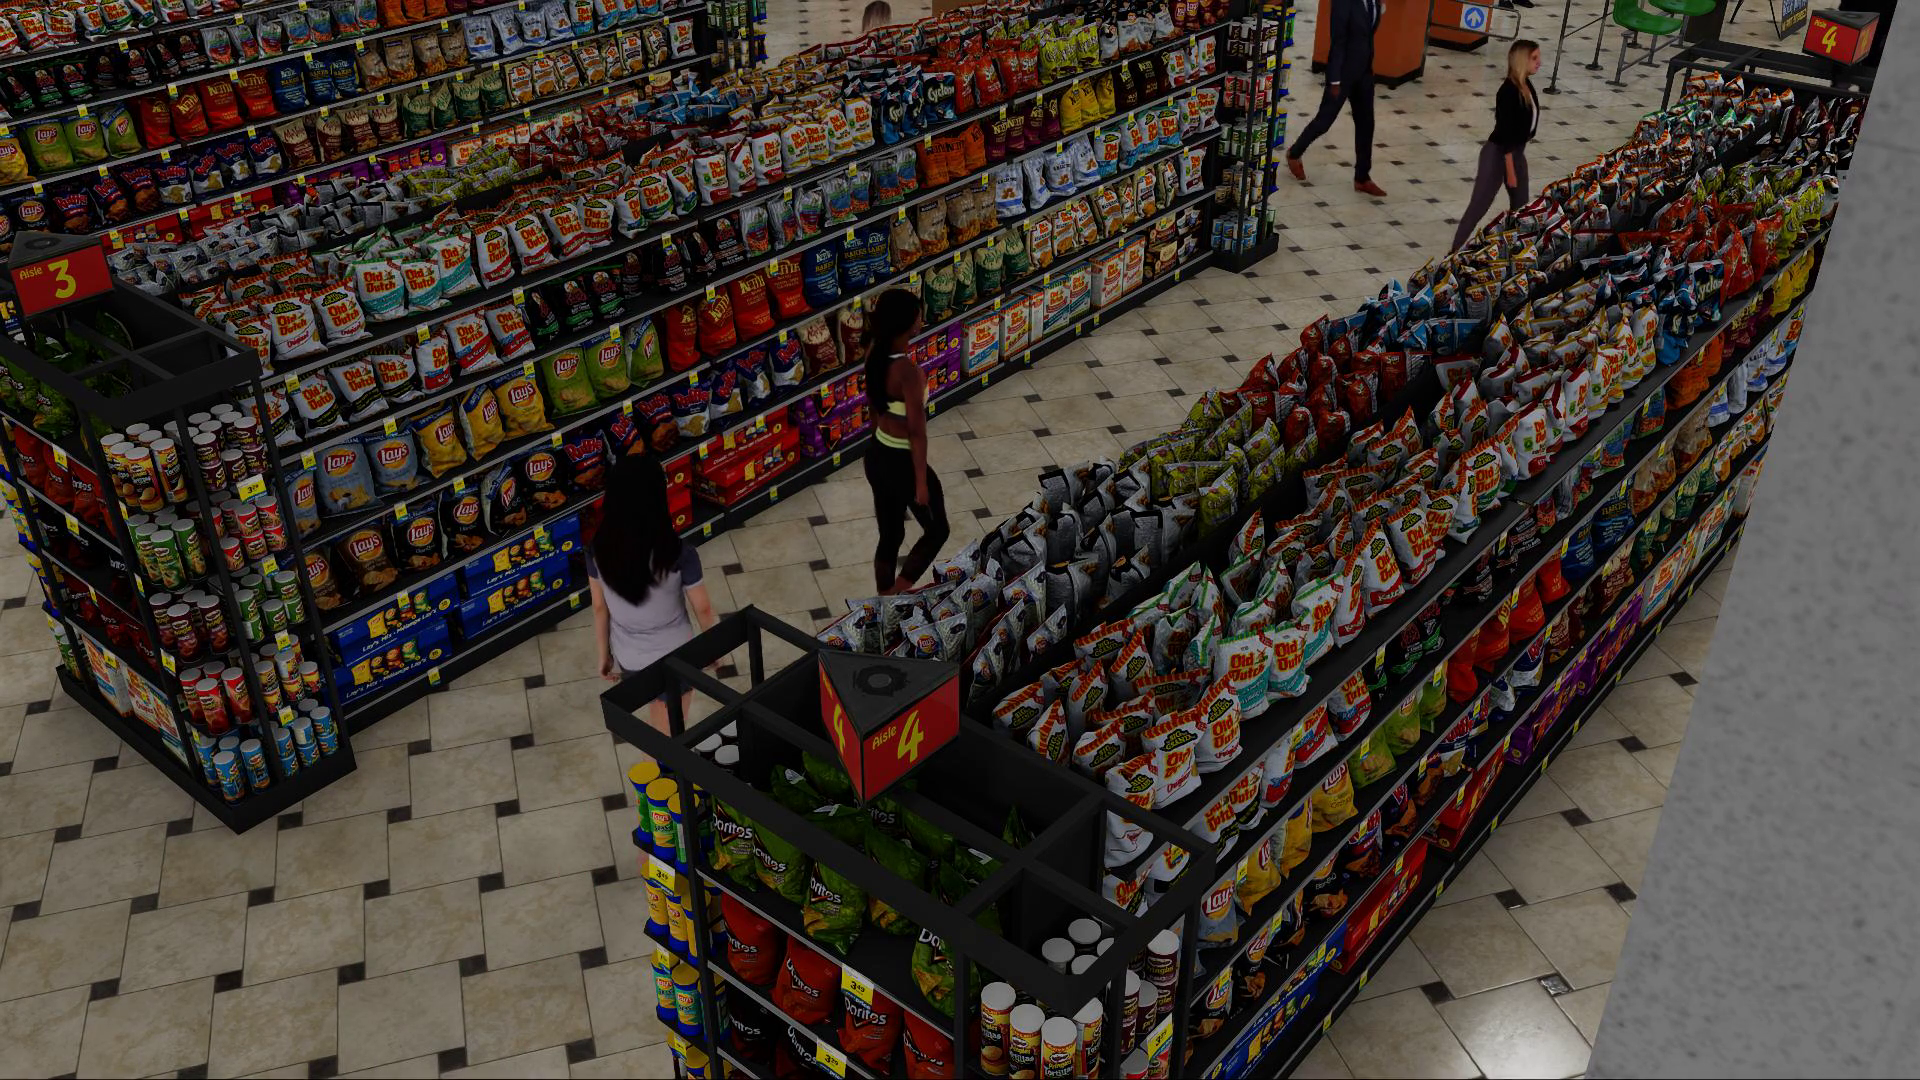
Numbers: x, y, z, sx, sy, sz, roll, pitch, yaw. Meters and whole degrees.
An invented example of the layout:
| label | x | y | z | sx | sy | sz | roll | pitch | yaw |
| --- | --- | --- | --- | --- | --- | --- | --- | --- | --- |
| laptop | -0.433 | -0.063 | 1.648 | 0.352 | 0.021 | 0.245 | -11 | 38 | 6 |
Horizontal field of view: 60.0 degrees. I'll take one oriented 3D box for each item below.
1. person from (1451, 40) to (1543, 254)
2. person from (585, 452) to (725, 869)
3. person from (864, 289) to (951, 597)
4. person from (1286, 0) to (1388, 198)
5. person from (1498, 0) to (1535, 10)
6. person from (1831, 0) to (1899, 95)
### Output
| label | x | y | z | sx | sy | sz | roll | pitch | yaw |
| --- | --- | --- | --- | --- | --- | --- | --- | --- | --- |
| person | 3.594 | -2.572 | 11.310 | 0.667 | 1.655 | 0.707 | 24 | 39 | 33 |
| person | -1.199 | 0.498 | 6.374 | 0.958 | 1.657 | 1.200 | 7 | 33 | 11 |
| person | -0.346 | -0.279 | 7.540 | 0.682 | 1.743 | 0.634 | -24 | 39 | -33 |
| person | 2.918 | -3.593 | 12.809 | 1.167 | 1.805 | 0.897 | -24 | 39 | -33 |
| person | 6.017 | -6.589 | 17.609 | 0.683 | 1.820 | 0.809 | -11 | 34 | -18 |
| person | 7.532 | -4.186 | 13.797 | 1.079 | 1.768 | 1.278 | 5 | 32 | 8 |
